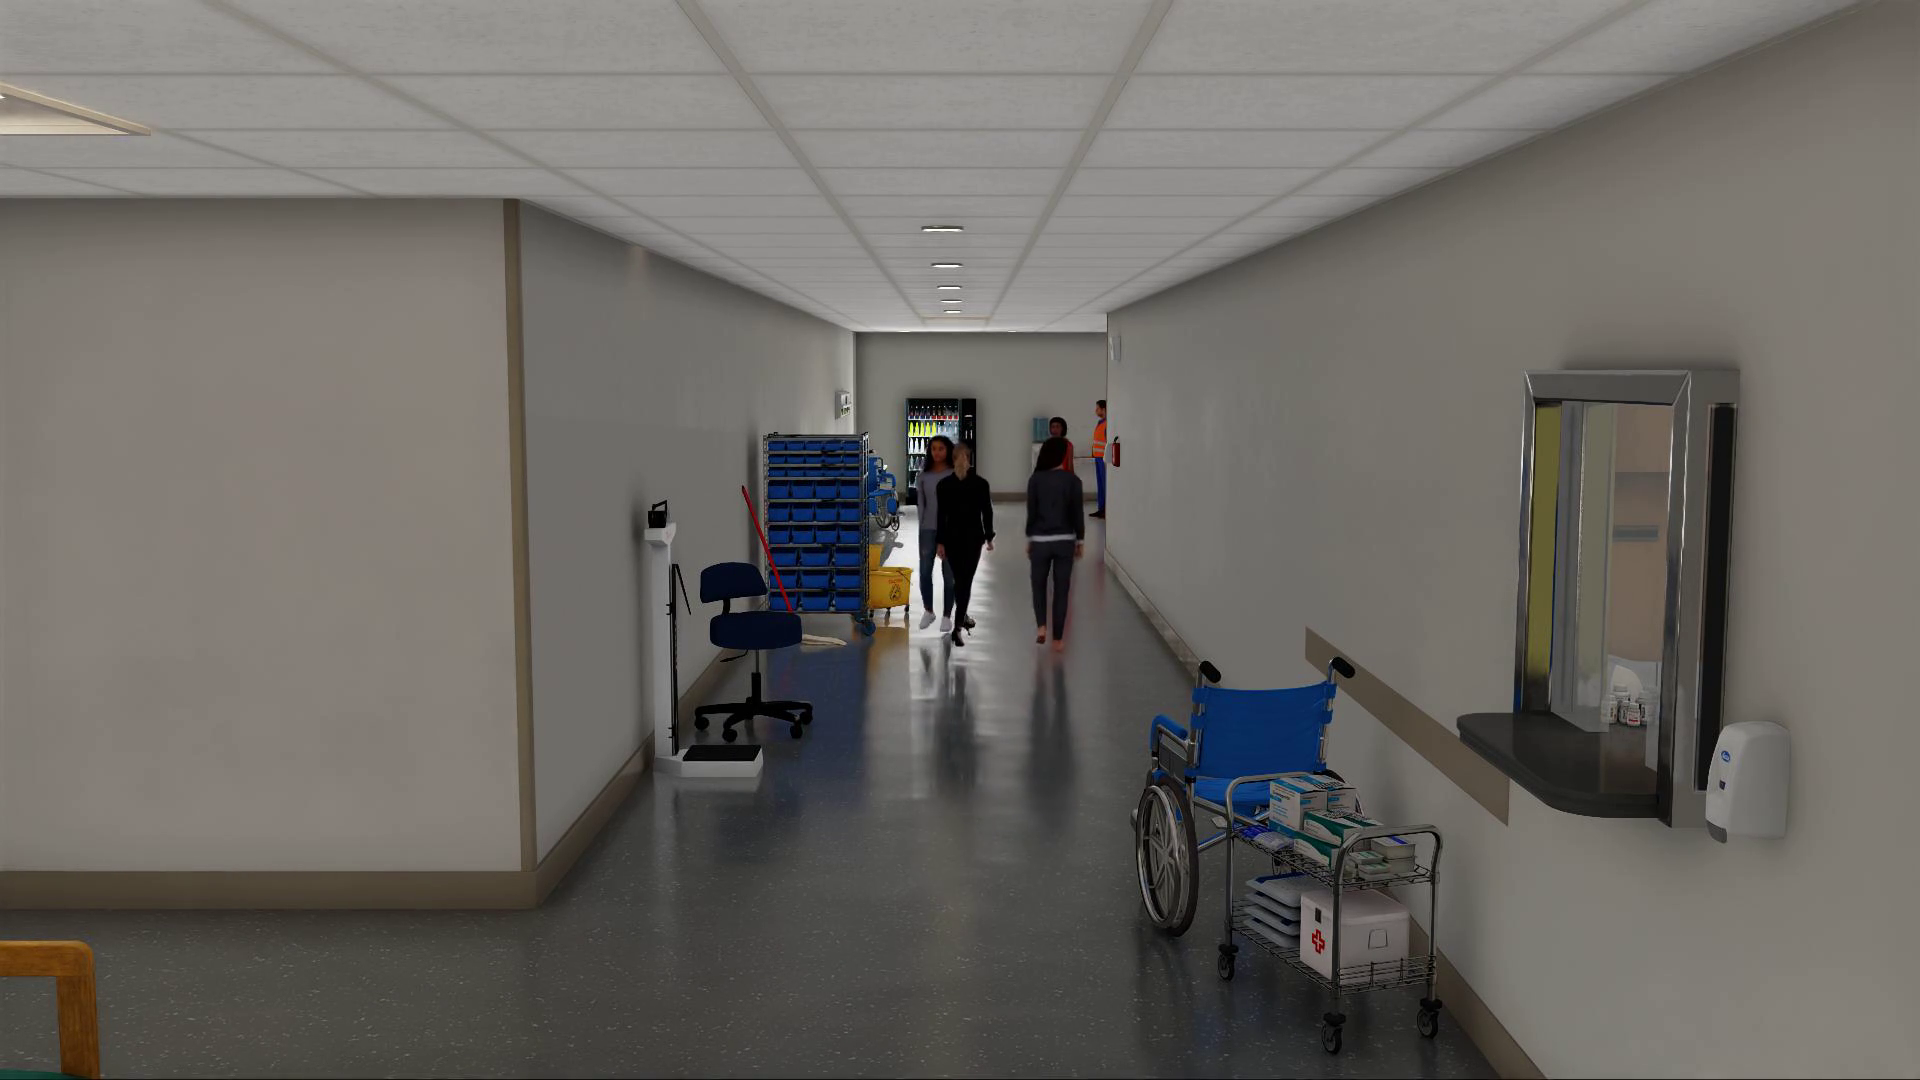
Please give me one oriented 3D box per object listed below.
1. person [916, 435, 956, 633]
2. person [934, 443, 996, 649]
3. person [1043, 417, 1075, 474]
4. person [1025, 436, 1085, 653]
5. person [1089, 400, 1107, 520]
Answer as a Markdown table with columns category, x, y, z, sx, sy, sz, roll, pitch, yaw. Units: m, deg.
| category | x | y | z | sx | sy | sz | roll | pitch | yaw |
| --- | --- | --- | --- | --- | --- | --- | --- | --- | --- |
| person | -0.142 | -0.056 | 14.681 | 0.576 | 1.722 | 0.702 | 1 | 6 | 7 |
| person | 0.011 | 0.088 | 13.622 | 1.080 | 1.649 | 0.846 | 2 | 6 | 15 |
| person | 1.223 | -0.617 | 20.274 | 1.047 | 1.720 | 0.884 | 2 | 6 | 21 |
| person | 0.750 | 0.041 | 13.543 | 0.602 | 1.758 | 0.734 | 1 | 6 | 9 |
| person | 2.253 | -1.261 | 25.978 | 0.713 | 1.858 | 0.756 | -2 | 6 | -16 |
